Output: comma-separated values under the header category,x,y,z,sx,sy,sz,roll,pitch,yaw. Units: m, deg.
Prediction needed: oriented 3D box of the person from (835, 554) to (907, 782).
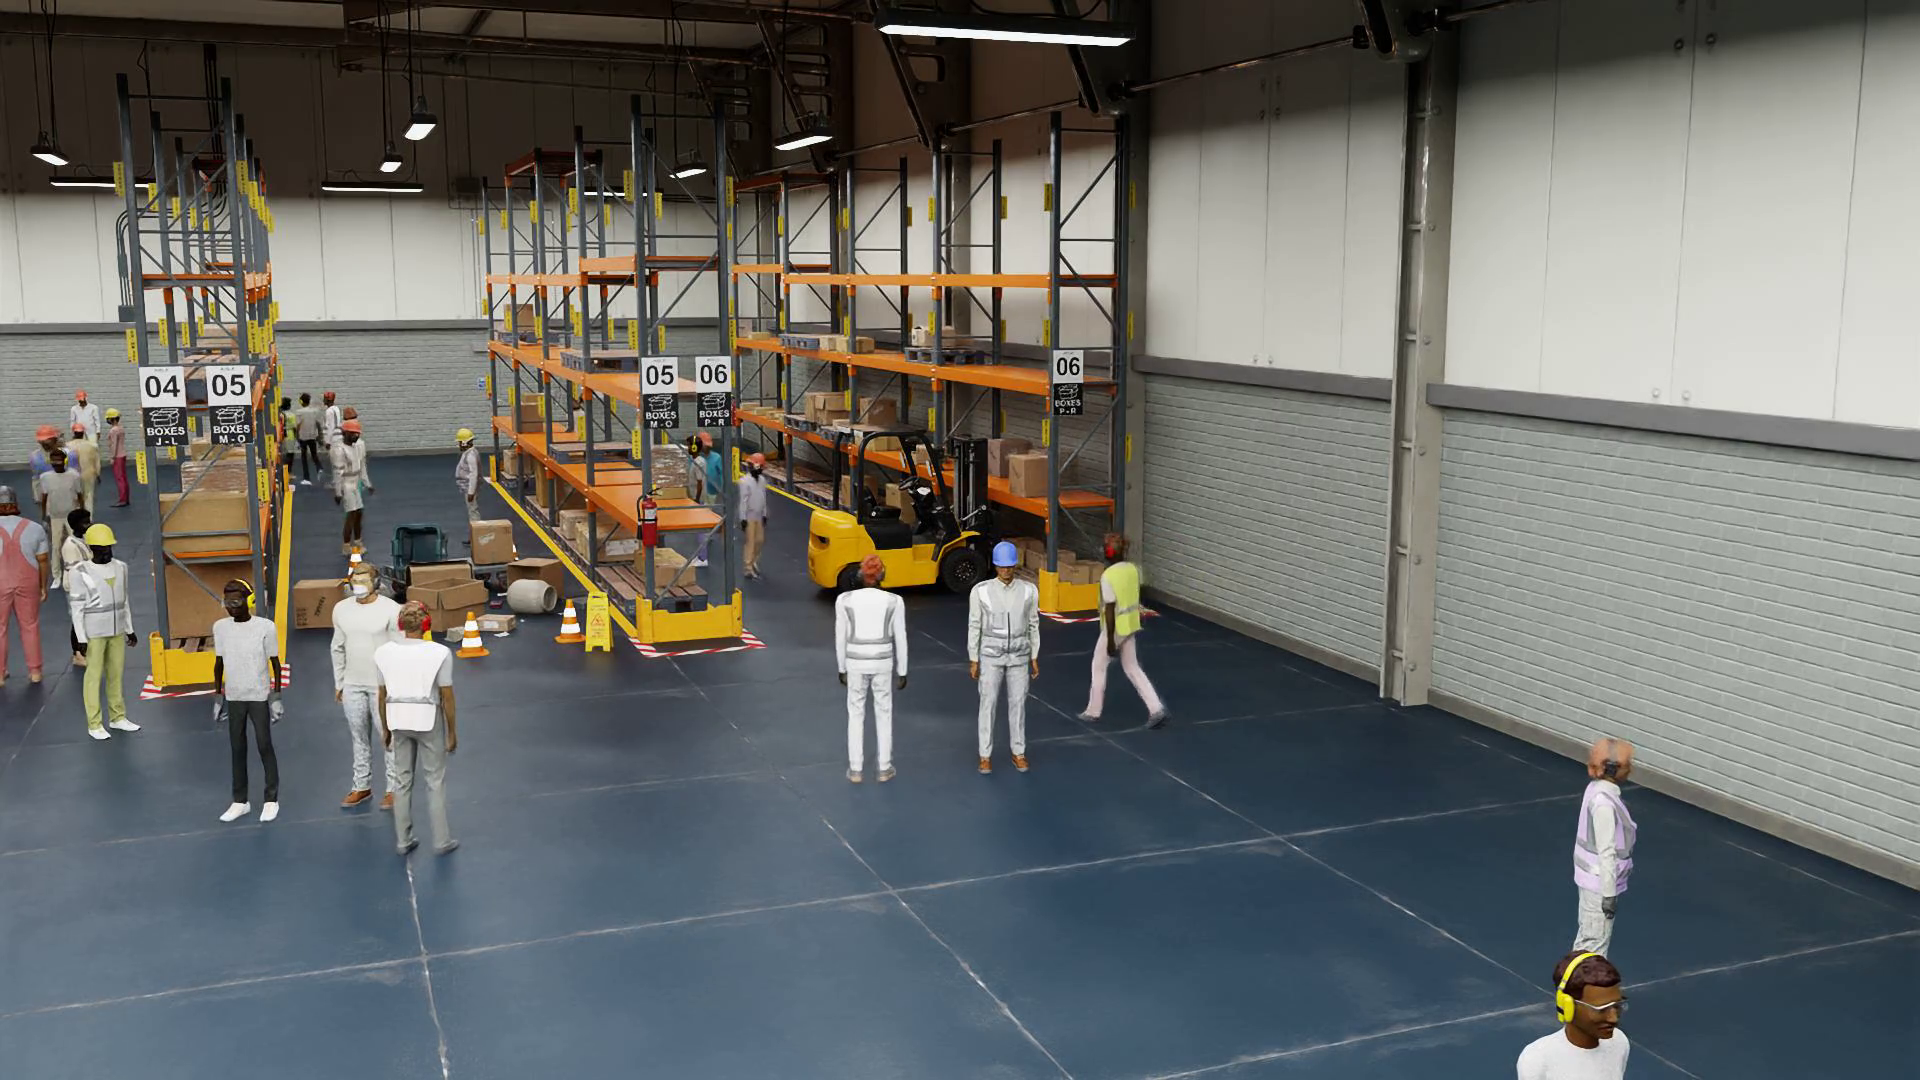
category,x,y,z,sx,sy,sz,roll,pitch,yaw
person,-0.726,1.045,13.603,0.577,1.876,0.346,-1,9,-4

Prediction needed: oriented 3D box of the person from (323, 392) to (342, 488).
category,x,y,z,sx,sy,sz,roll,pitch,yaw
person,-12.247,-1.953,32.439,0.355,1.882,0.575,-1,9,-8

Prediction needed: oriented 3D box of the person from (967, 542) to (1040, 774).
category,x,y,z,sx,sy,sz,roll,pitch,yaw
person,0.368,0.972,13.819,0.614,1.946,0.389,-2,9,-11

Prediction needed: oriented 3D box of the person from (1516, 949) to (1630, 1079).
category,x,y,z,sx,sy,sz,roll,pitch,yaw
person,2.106,2.302,5.696,0.513,1.872,0.328,-6,11,-31

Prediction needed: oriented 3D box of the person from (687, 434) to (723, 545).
category,x,y,z,sx,sy,sz,roll,pitch,yaw
person,-3.903,-0.797,25.706,0.585,1.700,0.892,-5,10,-27

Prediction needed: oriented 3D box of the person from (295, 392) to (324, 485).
category,x,y,z,sx,sy,sz,roll,pitch,yaw
person,-12.807,-1.986,32.729,0.618,1.853,0.546,8,12,42

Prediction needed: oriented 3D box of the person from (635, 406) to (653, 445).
category,x,y,z,sx,sy,sz,roll,pitch,yaw
person,-7.140,-2.760,37.708,0.627,1.830,0.437,8,12,41

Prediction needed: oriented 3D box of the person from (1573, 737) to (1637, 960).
category,x,y,z,sx,sy,sz,roll,pitch,yaw
person,3.500,1.879,9.069,0.307,1.643,0.514,3,9,15

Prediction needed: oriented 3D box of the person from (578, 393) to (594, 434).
category,x,y,z,sx,sy,sz,roll,pitch,yaw
person,-8.041,-2.338,35.627,0.310,1.638,0.523,4,10,22

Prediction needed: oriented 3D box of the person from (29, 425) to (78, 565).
category,x,y,z,sx,sy,sz,roll,pitch,yaw
person,-12.963,-0.663,23.869,0.622,2.024,0.608,-1,9,-9

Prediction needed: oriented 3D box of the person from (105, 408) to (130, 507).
category,x,y,z,sx,sy,sz,roll,pitch,yaw
person,-15.108,-1.474,29.791,0.310,1.769,0.525,-2,9,-11

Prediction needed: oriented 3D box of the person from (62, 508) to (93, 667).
category,x,y,z,sx,sy,sz,roll,pitch,yaw
person,-9.303,0.500,17.610,0.319,1.689,0.539,-1,9,-8

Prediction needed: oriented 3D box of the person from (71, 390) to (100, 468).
category,x,y,z,sx,sy,sz,roll,pitch,yaw
person,-18.387,-2.284,34.971,0.574,1.739,0.349,-2,9,-11

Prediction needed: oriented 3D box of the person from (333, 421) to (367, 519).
category,x,y,z,sx,sy,sz,roll,pitch,yaw
person,-10.107,-1.118,27.593,0.542,1.750,0.560,-2,9,-12

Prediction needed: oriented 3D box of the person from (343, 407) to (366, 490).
category,x,y,z,sx,sy,sz,roll,pitch,yaw
person,-11.637,-1.741,31.917,0.303,1.624,0.499,0,9,0

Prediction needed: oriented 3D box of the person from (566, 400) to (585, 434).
category,x,y,z,sx,sy,sz,roll,pitch,yaw
person,-7.878,-2.099,34.127,0.282,1.636,0.498,7,11,36

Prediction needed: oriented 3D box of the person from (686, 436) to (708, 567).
category,x,y,z,sx,sy,sz,roll,pitch,yaw
person,-3.752,-0.549,23.639,0.321,1.871,0.532,-1,9,-7

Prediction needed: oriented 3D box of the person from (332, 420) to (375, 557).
category,x,y,z,sx,sy,sz,roll,pitch,yaw
person,-8.965,-0.764,24.527,0.476,2.021,0.603,0,9,0

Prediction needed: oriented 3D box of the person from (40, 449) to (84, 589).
category,x,y,z,sx,sy,sz,roll,pitch,yaw
person,-11.848,-0.285,21.993,0.518,1.865,0.323,-4,10,-26

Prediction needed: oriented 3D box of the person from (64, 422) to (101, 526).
category,x,y,z,sx,sy,sz,roll,pitch,yaw
person,-14.448,-1.075,27.381,0.569,1.735,0.439,-5,10,-28

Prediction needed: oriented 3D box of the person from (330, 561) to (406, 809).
category,x,y,z,sx,sy,sz,roll,pitch,yaw
person,-4.575,1.123,12.897,0.635,1.939,0.366,2,9,10

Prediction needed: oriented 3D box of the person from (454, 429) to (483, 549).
category,x,y,z,sx,sy,sz,roll,pitch,yaw
person,-7.436,-0.775,25.205,0.403,1.822,0.598,-3,9,-17

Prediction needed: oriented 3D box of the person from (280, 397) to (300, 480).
category,x,y,z,sx,sy,sz,roll,pitch,yaw
person,-13.591,-2.050,33.676,0.538,1.684,0.369,5,10,29

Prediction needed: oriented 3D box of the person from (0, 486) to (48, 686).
category,x,y,z,sx,sy,sz,roll,pitch,yaw
person,-9.617,0.447,16.833,0.686,2.000,0.535,-7,12,-39

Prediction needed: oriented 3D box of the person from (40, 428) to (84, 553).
category,x,y,z,sx,sy,sz,roll,pitch,yaw
person,-13.415,-0.739,24.758,0.592,1.889,0.664,8,12,41

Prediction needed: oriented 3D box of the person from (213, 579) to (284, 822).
category,x,y,z,sx,sy,sz,roll,pitch,yaw
person,-5.390,1.207,12.587,0.528,1.869,0.313,0,9,1

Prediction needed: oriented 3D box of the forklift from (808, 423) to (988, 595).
category,x,y,z,sx,sy,sz,roll,pitch,yaw
forklift,-0.830,-0.399,21.676,2.313,2.155,1.214,-4,10,-21

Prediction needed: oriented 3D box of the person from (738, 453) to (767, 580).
category,x,y,z,sx,sy,sz,roll,pitch,yaw
person,-2.867,-0.332,22.757,0.490,1.724,0.663,4,10,25

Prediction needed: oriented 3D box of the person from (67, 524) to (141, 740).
category,x,y,z,sx,sy,sz,roll,pitch,yaw
person,-7.663,0.807,14.918,0.370,1.928,0.585,4,10,23

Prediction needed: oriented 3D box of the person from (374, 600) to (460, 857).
category,x,y,z,sx,sy,sz,roll,pitch,yaw
person,-3.861,1.343,11.815,0.570,1.842,0.378,1,9,5

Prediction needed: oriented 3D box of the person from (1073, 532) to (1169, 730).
category,x,y,z,sx,sy,sz,roll,pitch,yaw
person,1.496,0.831,15.167,0.916,1.810,0.578,7,11,36
